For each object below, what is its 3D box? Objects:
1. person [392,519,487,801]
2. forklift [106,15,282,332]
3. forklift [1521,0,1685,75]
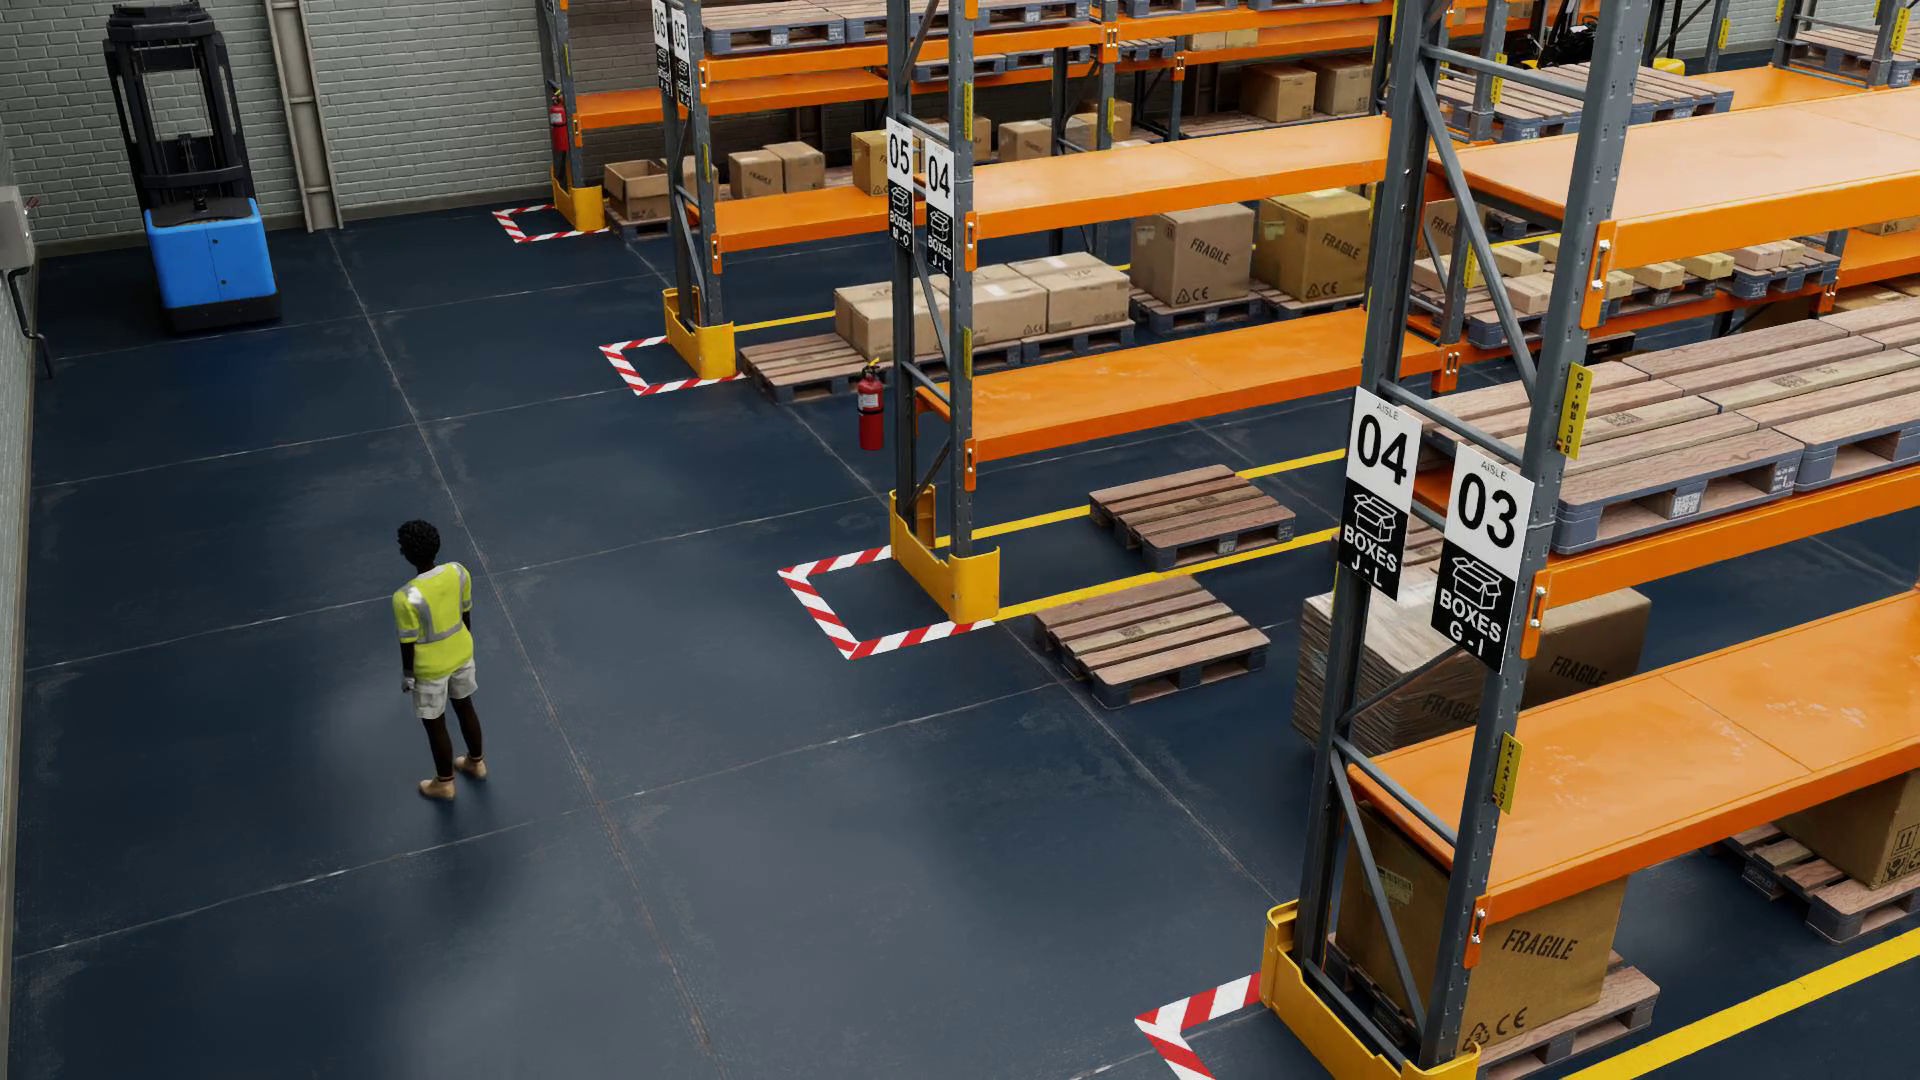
[{"bbox_3d":[-2.902,0.665,9.289,0.323,1.686,0.539,13,30,24],"label":"person"},{"bbox_3d":[-7.548,-3.672,16.323,1.129,2.768,1.873,-12,30,-22],"label":"forklift"},{"bbox_3d":[8.950,-6.807,23.056,1.214,2.155,2.313,-12,30,-22],"label":"forklift"}]
